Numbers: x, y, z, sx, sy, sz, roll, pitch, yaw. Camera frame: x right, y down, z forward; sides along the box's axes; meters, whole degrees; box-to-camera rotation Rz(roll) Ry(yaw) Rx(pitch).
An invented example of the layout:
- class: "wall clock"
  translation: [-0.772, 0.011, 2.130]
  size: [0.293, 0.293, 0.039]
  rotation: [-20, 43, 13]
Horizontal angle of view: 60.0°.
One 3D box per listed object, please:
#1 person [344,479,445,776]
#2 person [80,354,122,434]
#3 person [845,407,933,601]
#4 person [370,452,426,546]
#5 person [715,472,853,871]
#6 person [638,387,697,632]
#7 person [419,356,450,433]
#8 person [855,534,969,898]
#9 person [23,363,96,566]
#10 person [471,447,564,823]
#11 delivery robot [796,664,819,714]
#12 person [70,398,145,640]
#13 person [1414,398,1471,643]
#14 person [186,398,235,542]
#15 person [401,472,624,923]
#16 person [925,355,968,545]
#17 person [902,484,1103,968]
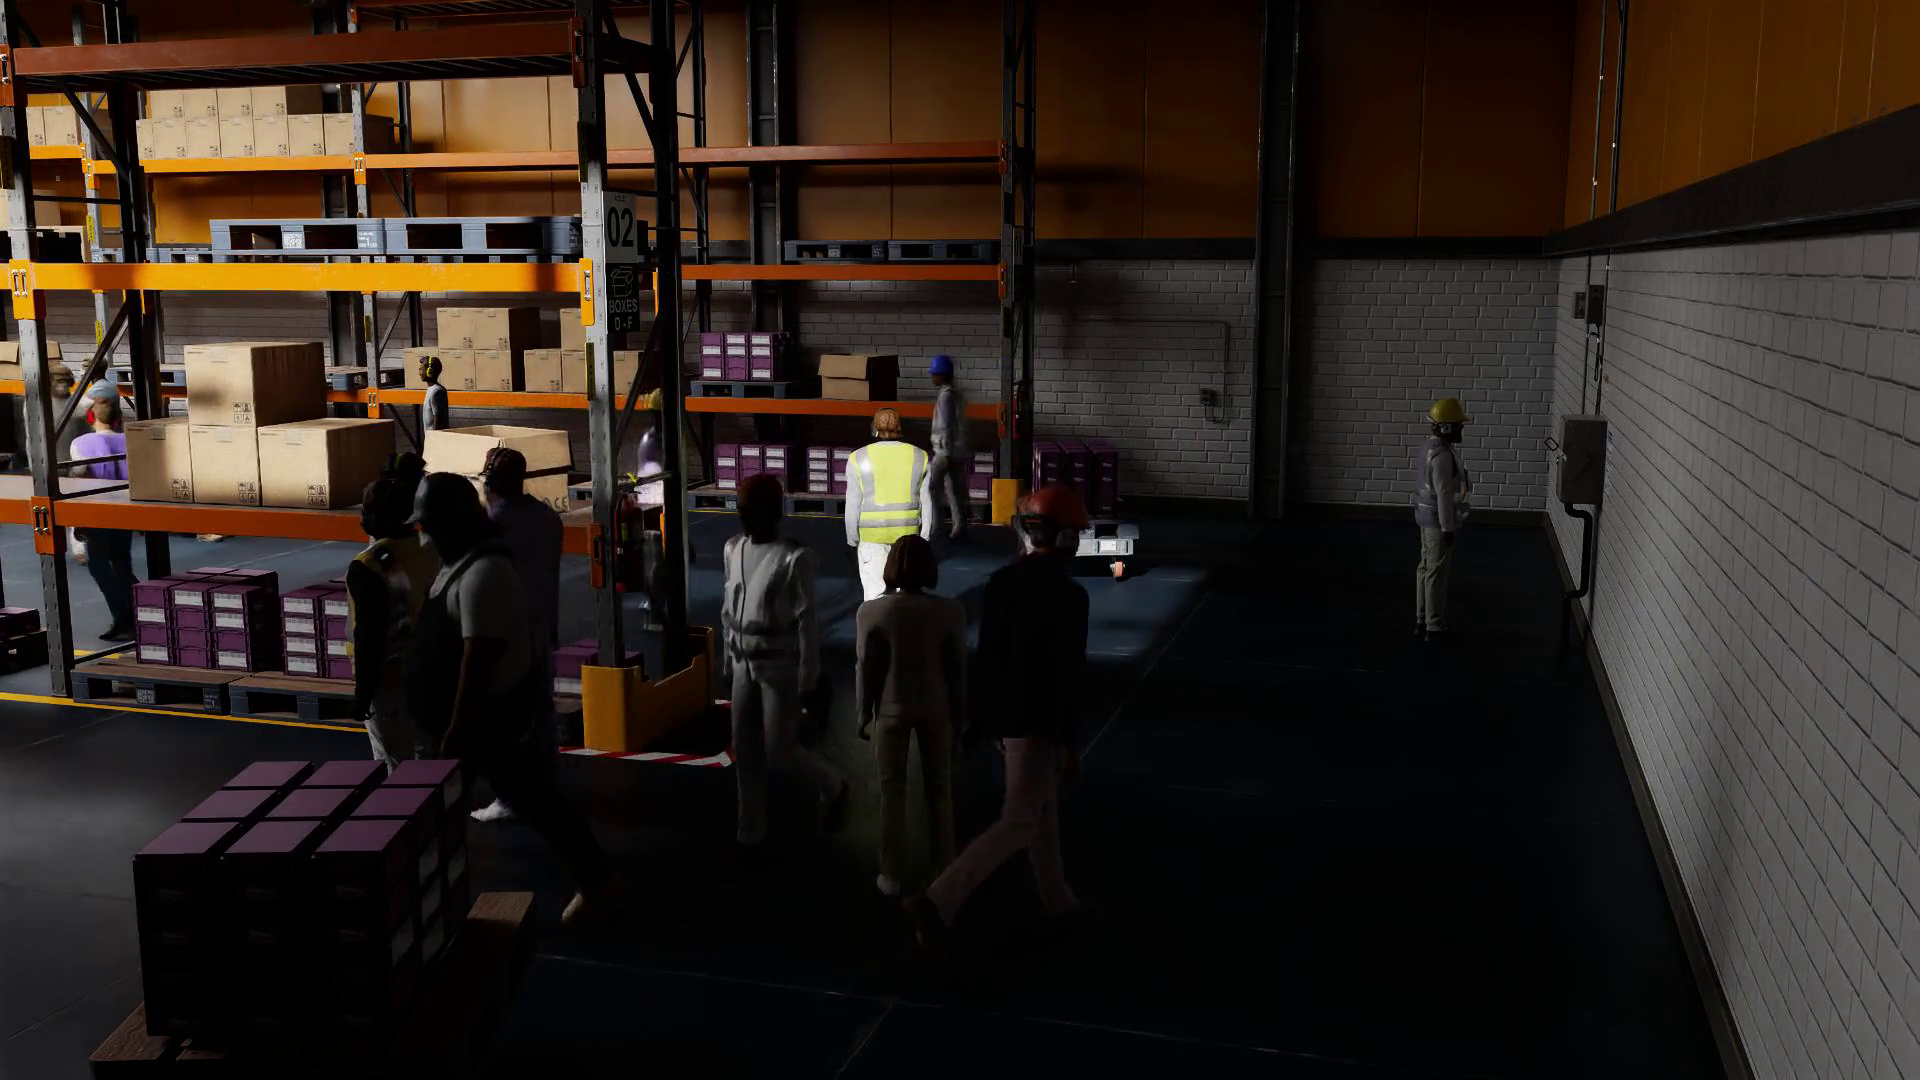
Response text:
- class: "person"
  translation: [-2.622, 0.630, 7.739]
  size: [0.429, 1.846, 0.626]
  rotation: [3, 10, 15]
- class: "person"
  translation: [-8.778, -0.944, 17.039]
  size: [0.368, 1.940, 0.633]
  rotation: [-2, 10, -14]
- class: "person"
  translation: [-0.505, -0.015, 11.676]
  size: [0.634, 1.841, 0.429]
  rotation: [-2, 10, -15]
- class: "person"
  translation: [-2.877, 0.473, 8.630]
  size: [0.310, 1.865, 0.532]
  rotation: [-2, 9, -10]
- class: "person"
  translation: [-0.867, 0.600, 7.852]
  size: [0.590, 1.866, 0.664]
  rotation: [8, 12, 41]
- class: "person"
  translation: [-2.245, -0.224, 12.737]
  size: [0.426, 1.907, 0.607]
  rotation: [0, 9, -1]
- class: "person"
  translation: [-5.616, -1.029, 17.771]
  size: [0.328, 1.872, 0.513]
  rotation: [-2, 10, -13]
- class: "person"
  translation: [-0.214, 0.785, 7.433]
  size: [0.504, 1.631, 0.282]
  rotation: [-1, 9, -4]
- class: "person"
  translation: [-8.493, -0.718, 15.756]
  size: [0.632, 1.920, 0.625]
  rotation: [-8, 12, -39]
- class: "person"
  translation: [-2.290, 0.479, 8.468]
  size: [0.409, 1.907, 0.651]
  rotation: [4, 10, 22]
- class: "delivery robot"
  translation: [-1.083, 0.842, 10.075]
  size: [0.477, 0.478, 0.707]
  rotation: [1, 9, 8]
- class: "person"
  translation: [-6.450, -0.170, 12.732]
  size: [0.624, 1.806, 0.637]
  rotation: [5, 11, 29]
- class: "person"
  translation: [3.630, -0.151, 12.525]
  size: [0.403, 1.834, 0.588]
  rotation: [0, 9, 3]
- class: "person"
  translation: [-7.714, -0.902, 17.082]
  size: [0.327, 1.840, 0.517]
  rotation: [0, 9, 1]
- class: "person"
  translation: [-1.957, 0.654, 6.988]
  size: [1.045, 2.000, 0.686]
  rotation: [-6, 11, -32]
- class: "person"
  translation: [-0.198, -0.897, 16.782]
  size: [0.633, 1.921, 0.654]
  rotation: [1, 9, 8]
- class: "person"
  translation: [0.191, 0.750, 6.766]
  size: [0.988, 1.938, 0.643]
  rotation: [-6, 11, -33]
